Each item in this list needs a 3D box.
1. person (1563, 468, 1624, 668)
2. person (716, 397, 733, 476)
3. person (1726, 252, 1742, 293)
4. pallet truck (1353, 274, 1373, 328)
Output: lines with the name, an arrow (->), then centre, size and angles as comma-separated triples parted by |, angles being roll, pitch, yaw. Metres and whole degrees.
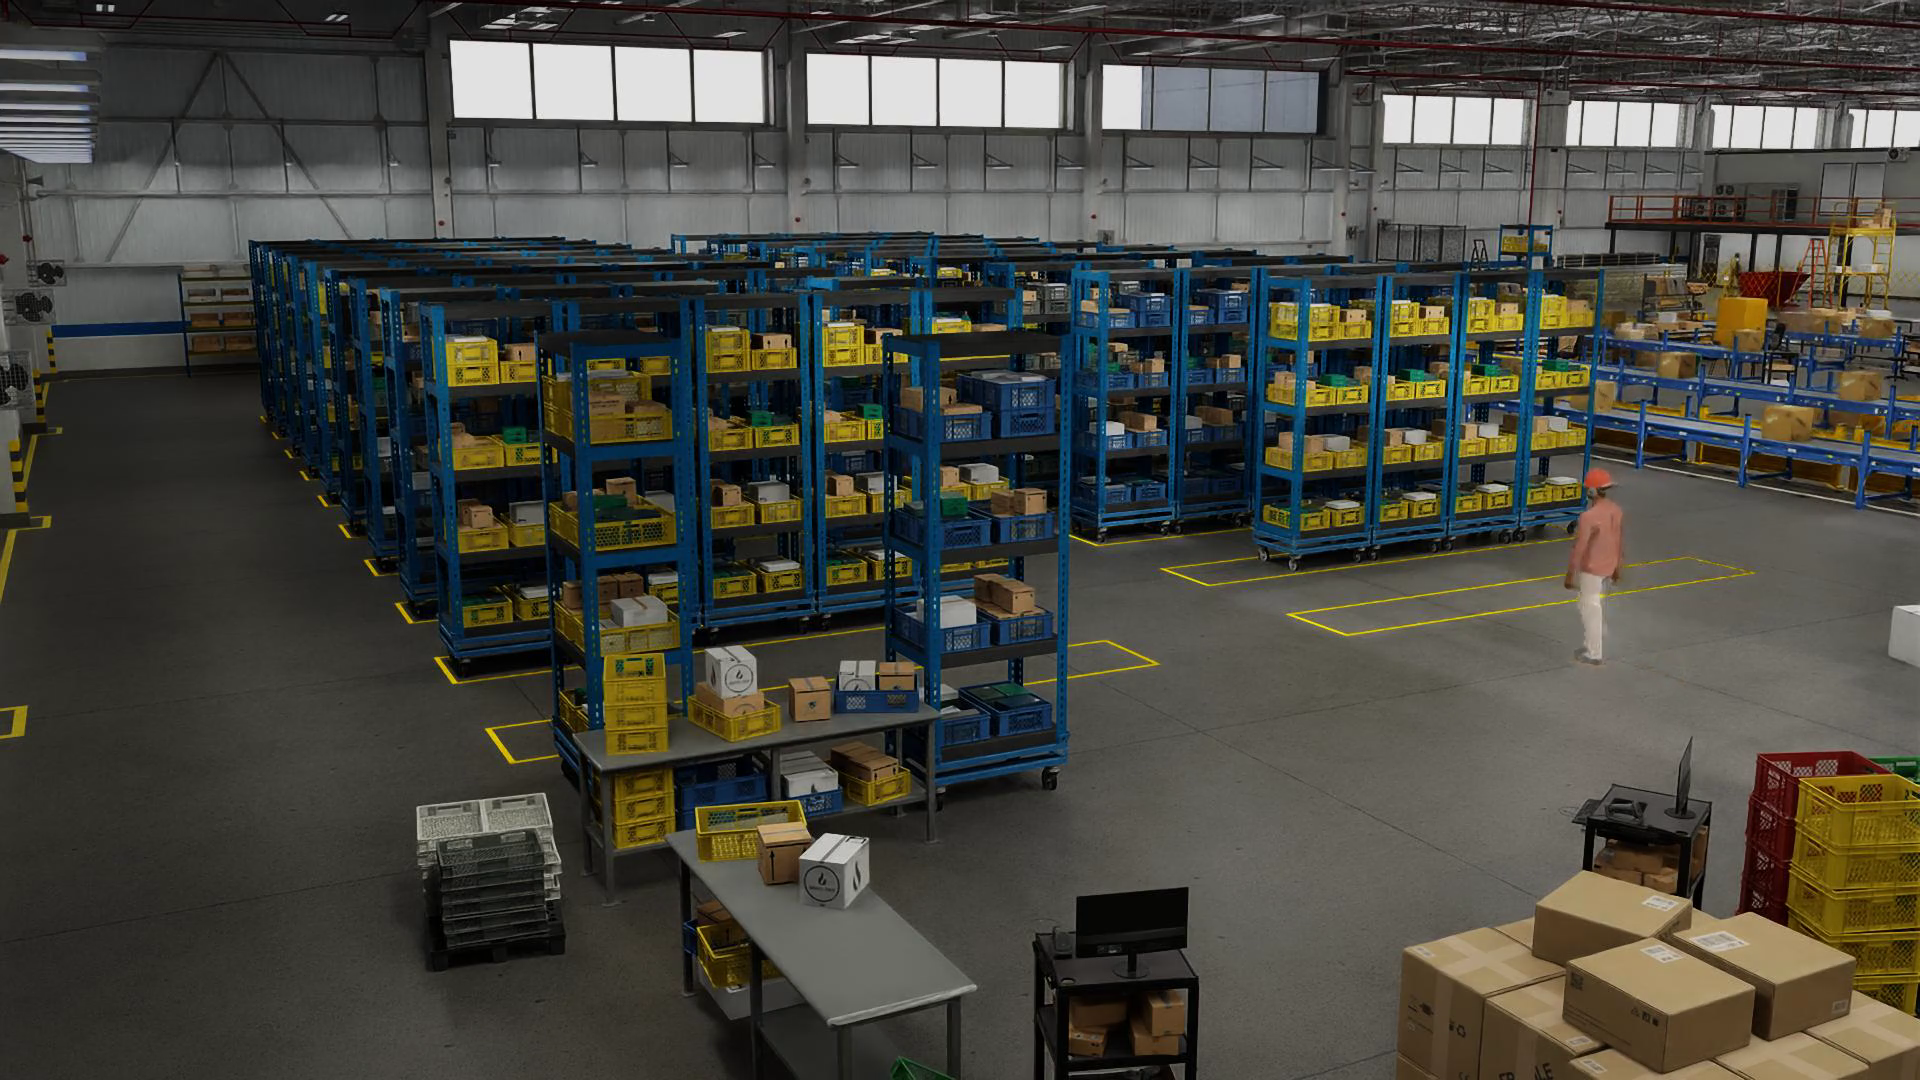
person -> 6.185, 0.270, 16.366 | 0.645, 1.974, 0.567 | -9, 15, -36
person -> -3.602, -1.288, 24.074 | 0.844, 1.812, 0.591 | -6, 13, -24
person -> 33.839, -11.657, 72.579 | 0.510, 1.798, 0.786 | 2, 12, 9
pallet truck -> 13.011, -8.050, 55.243 | 0.823, 1.965, 1.885 | -7, 14, -28
